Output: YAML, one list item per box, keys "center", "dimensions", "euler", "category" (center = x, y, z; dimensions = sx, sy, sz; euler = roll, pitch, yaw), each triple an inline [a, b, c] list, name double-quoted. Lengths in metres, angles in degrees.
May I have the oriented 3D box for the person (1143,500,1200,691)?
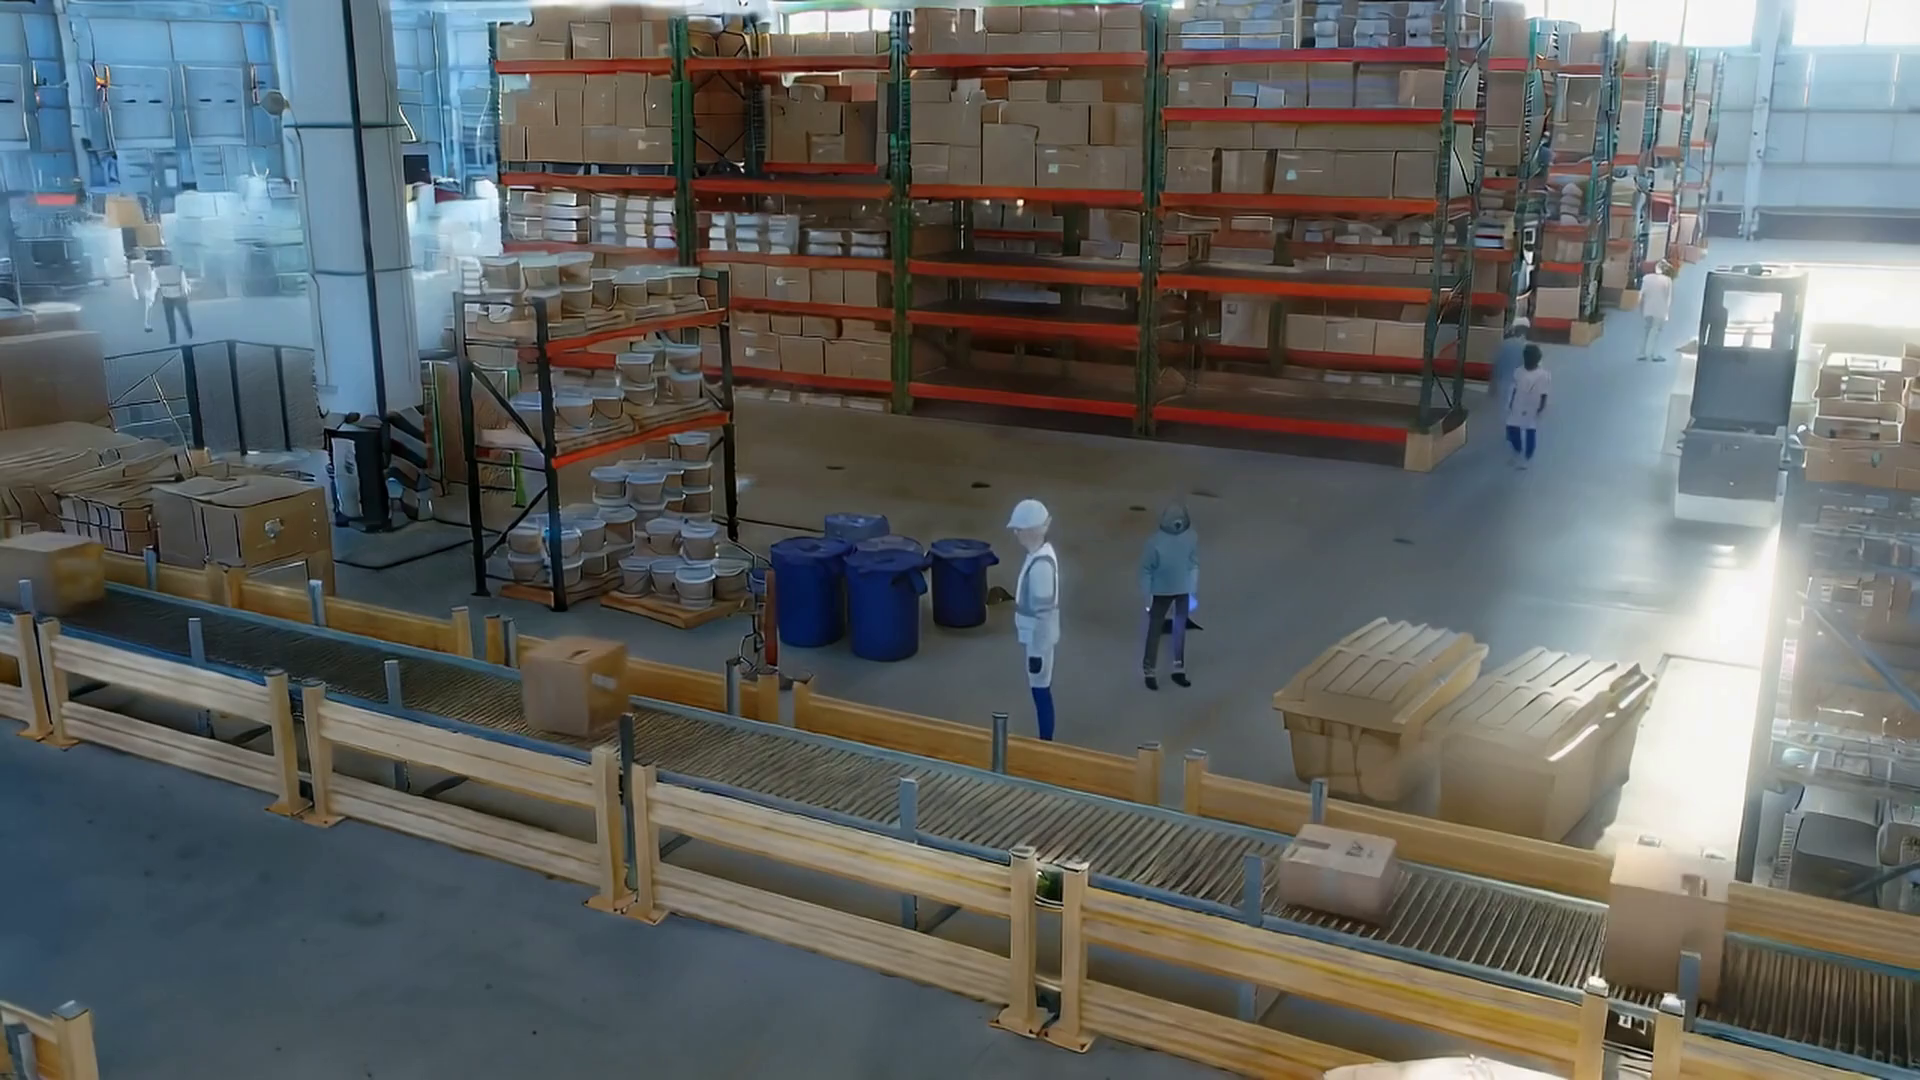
- center: [1.751, 0.455, 13.800]
  dimensions: [0.497, 1.625, 0.286]
  euler: [-5, 16, -18]
  category: "person"

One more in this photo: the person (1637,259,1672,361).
- center: [13.049, -4.305, 31.171]
  dimensions: [0.400, 1.902, 0.641]
  euler: [-8, 17, -29]
  category: "person"

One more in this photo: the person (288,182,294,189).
- center: [-23.455, -11.581, 58.441]
  dimensions: [0.354, 1.937, 0.635]
  euler: [5, 16, 19]
  category: "person"

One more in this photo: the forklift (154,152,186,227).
- center: [-29.681, -13.185, 62.665]
  dimensions: [1.873, 2.768, 1.129]
  euler: [8, 17, 28]
  category: "forklift"

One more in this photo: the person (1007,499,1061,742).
- center: [0.535, 0.699, 12.089]
  dimensions: [0.394, 2.038, 0.605]
  euler: [1, 15, 2]
  category: "person"

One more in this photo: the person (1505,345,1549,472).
- center: [7.428, -1.724, 21.852]
  dimensions: [0.435, 1.682, 0.552]
  euler: [-13, 19, -39]
  category: "person"

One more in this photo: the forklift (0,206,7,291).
- center: [-24.978, -7.849, 42.606]
  dimensions: [1.873, 2.768, 1.129]
  euler: [5, 16, 18]
  category: "forklift"

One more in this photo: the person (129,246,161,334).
- center: [-17.117, -5.255, 34.926]
  dimensions: [0.490, 1.810, 1.015]
  euler: [-2, 15, -9]
  category: "person"

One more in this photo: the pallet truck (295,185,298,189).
- center: [-26.804, -14.617, 69.738]
  dimensions: [1.885, 1.965, 0.823]
  euler: [-14, 20, -42]
  category: "pallet truck"

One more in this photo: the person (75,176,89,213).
- center: [-33.935, -13.078, 64.147]
  dimensions: [0.599, 1.902, 0.770]
  euler: [12, 19, 37]
  category: "person"

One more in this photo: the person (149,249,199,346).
- center: [-15.611, -4.772, 32.900]
  dimensions: [0.770, 1.914, 0.436]
  euler: [-8, 17, -27]
  category: "person"

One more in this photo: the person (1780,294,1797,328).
- center: [15.651, -4.240, 31.427]
  dimensions: [0.266, 1.631, 0.507]
  euler: [3, 15, 13]
  category: "person"

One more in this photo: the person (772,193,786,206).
- center: [-5.943, -10.769, 55.569]
  dimensions: [0.625, 1.846, 0.429]
  euler: [2, 15, 6]
  category: "person"

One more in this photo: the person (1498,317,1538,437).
- center: [8.068, -2.355, 24.119]
  dimensions: [0.537, 1.756, 0.369]
  euler: [7, 16, 23]
  category: "person"

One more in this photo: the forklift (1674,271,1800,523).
- center: [9.269, -1.763, 19.726]
  dimensions: [1.129, 2.768, 1.873]
  euler: [8, 17, 27]
  category: "forklift"
